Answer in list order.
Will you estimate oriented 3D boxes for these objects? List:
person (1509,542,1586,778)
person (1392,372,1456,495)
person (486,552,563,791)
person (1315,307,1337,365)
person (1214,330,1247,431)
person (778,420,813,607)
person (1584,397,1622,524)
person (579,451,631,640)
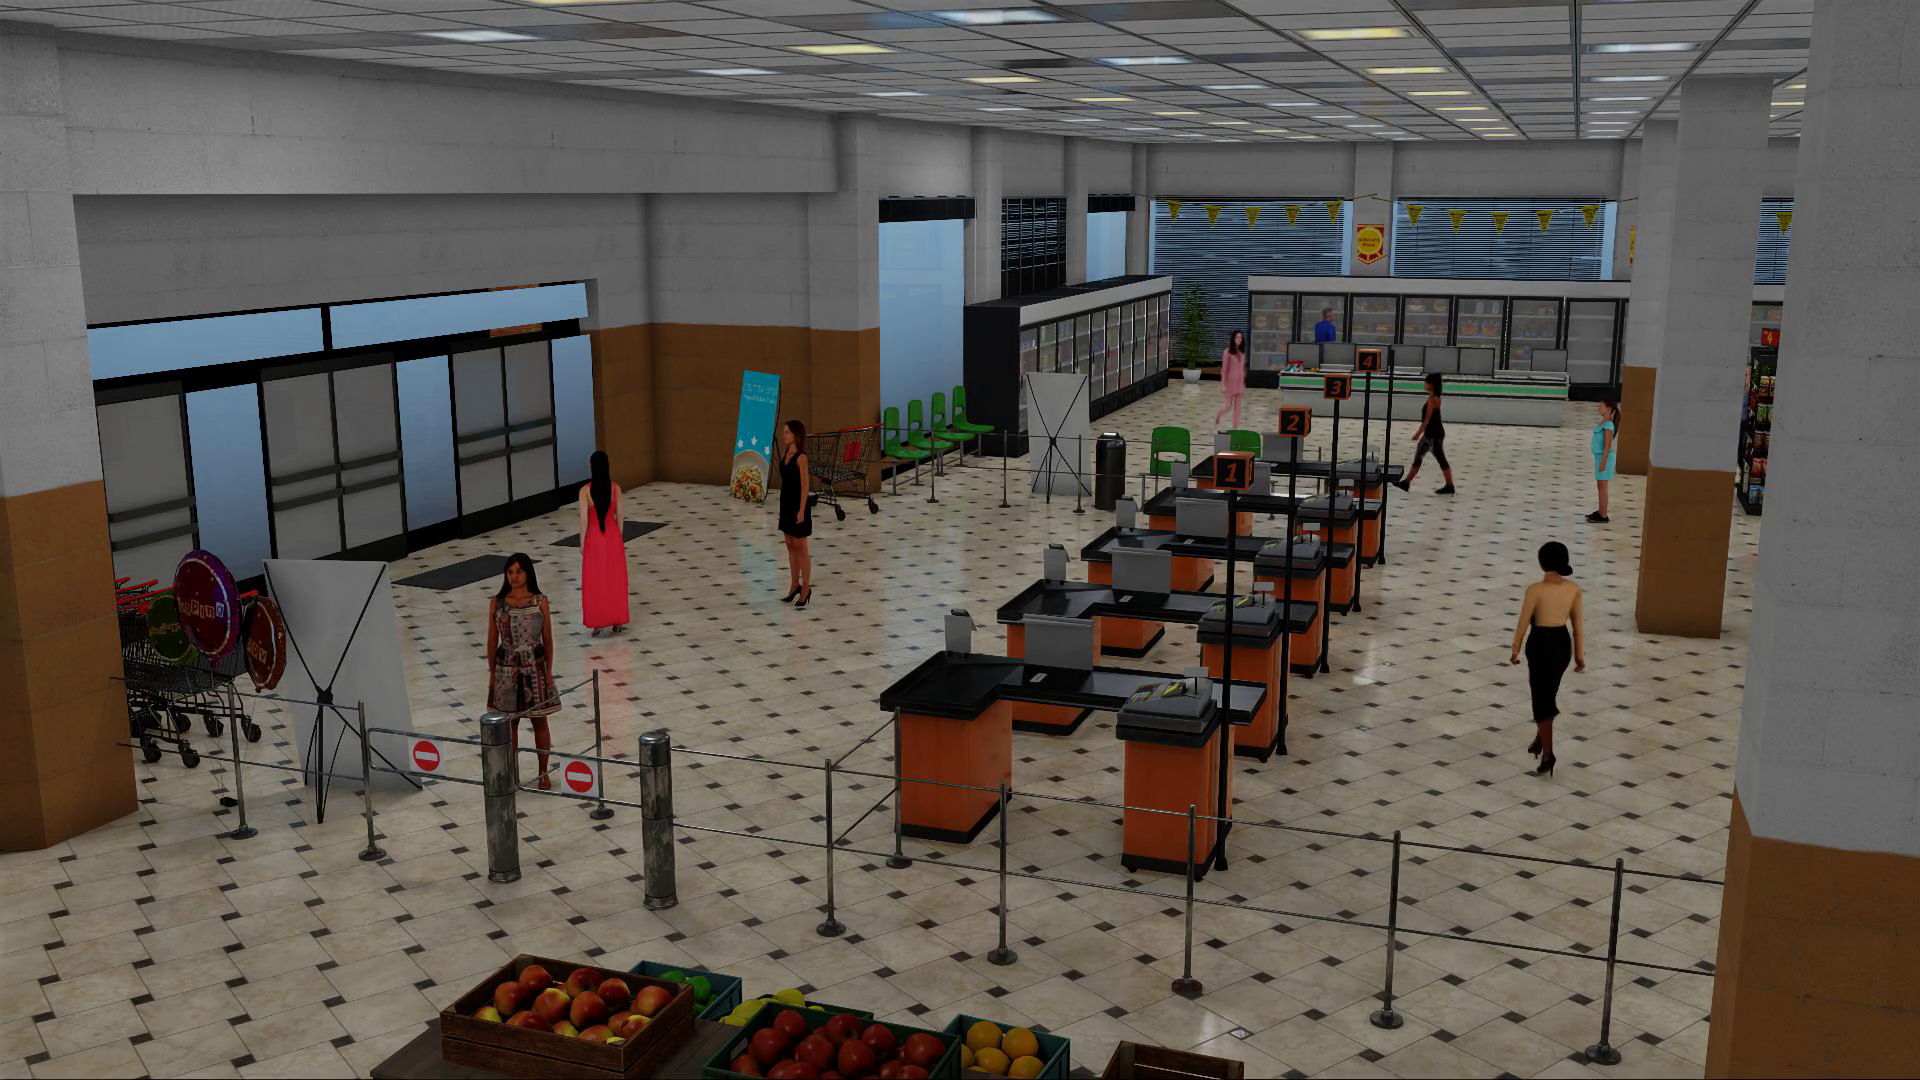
[{"bbox_3d":[4.129,0.845,11.560,0.821,1.637,0.859,-2,12,-10],"label":"person"},{"bbox_3d":[6.390,-1.381,22.156,1.090,1.627,0.670,3,12,12],"label":"person"},{"bbox_3d":[-2.979,0.889,11.330,0.642,1.645,0.784,-2,12,-7],"label":"person"},{"bbox_3d":[6.960,-3.543,31.998,1.215,1.801,1.154,-6,13,-25],"label":"person"},{"bbox_3d":[4.453,-2.553,27.334,0.946,1.787,1.011,-6,13,-25],"label":"person"},{"bbox_3d":[-1.618,-0.267,16.358,0.722,1.835,0.627,-9,15,-36],"label":"person"},{"bbox_3d":[7.936,-0.993,20.482,0.521,1.557,0.534,4,13,20],"label":"person"},{"bbox_3d":[-3.259,0.036,15.184,0.713,1.727,0.748,-8,14,-33],"label":"person"}]
